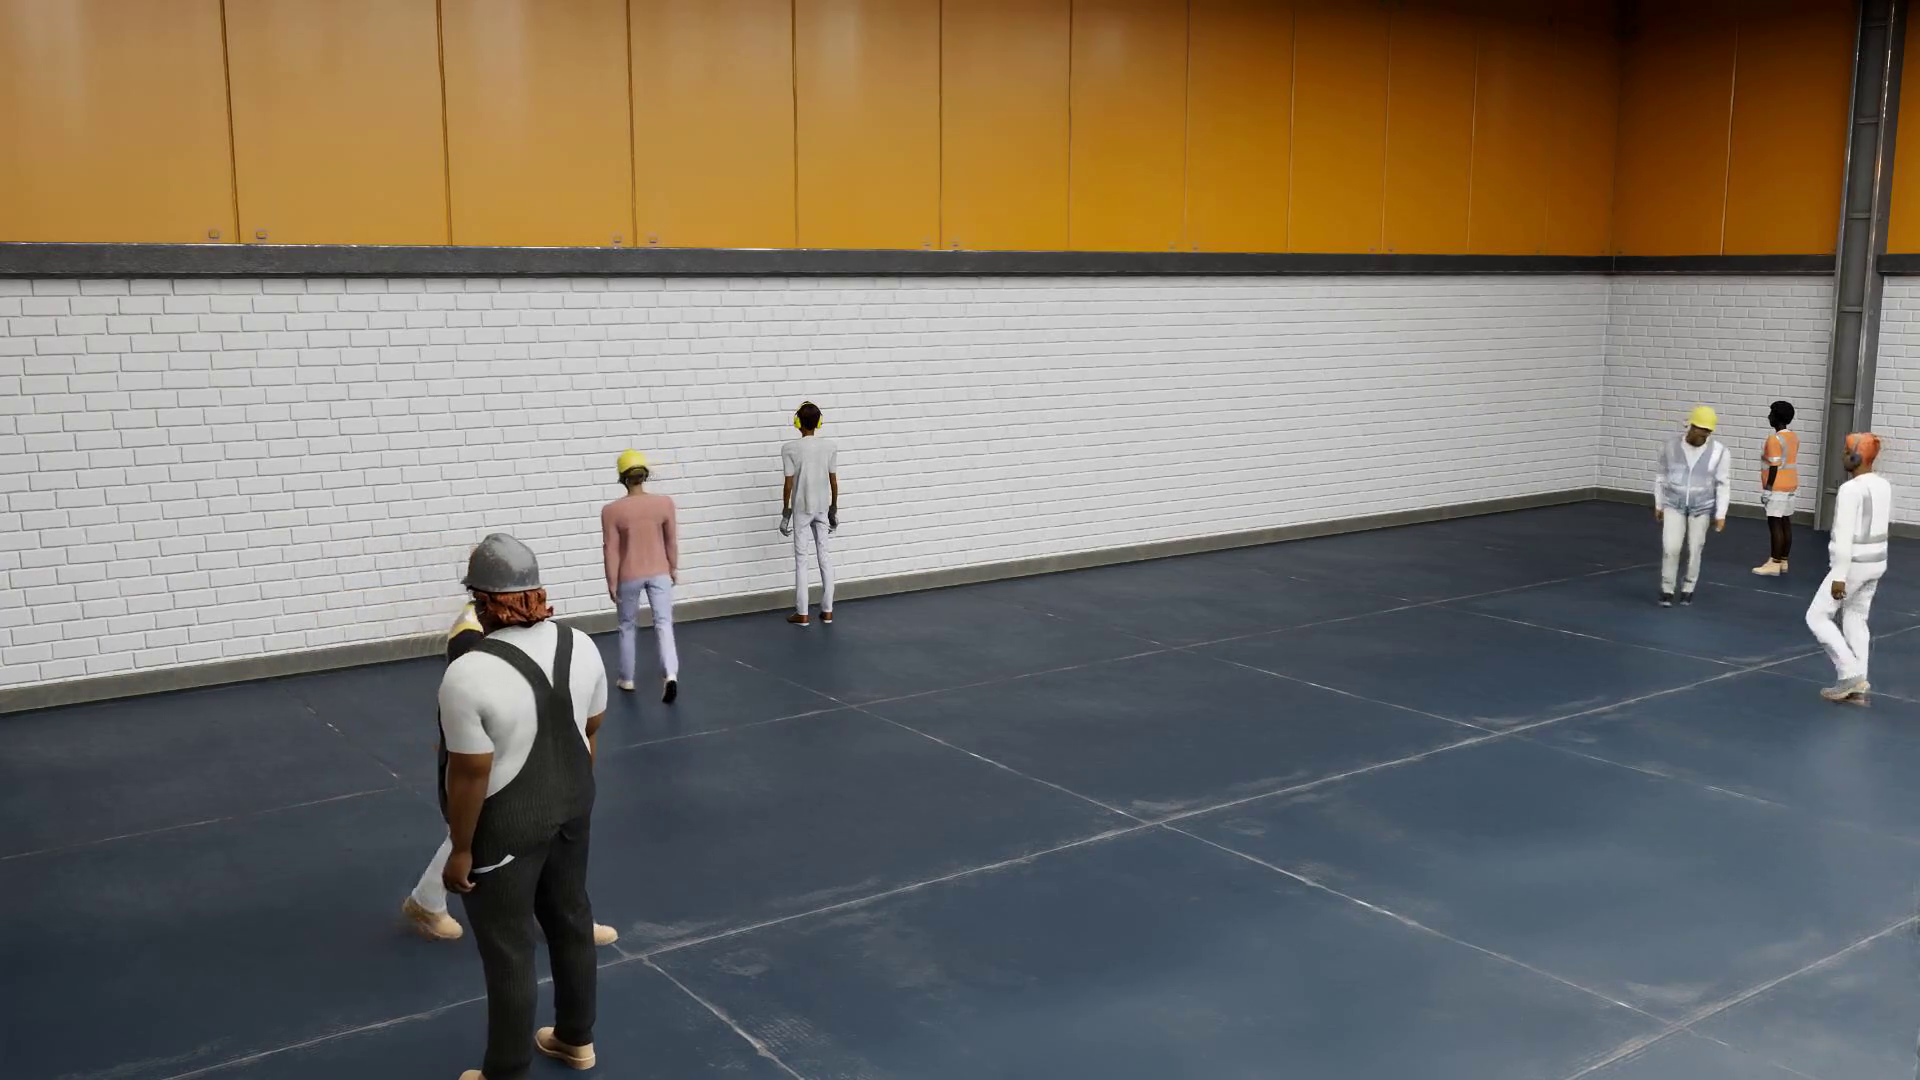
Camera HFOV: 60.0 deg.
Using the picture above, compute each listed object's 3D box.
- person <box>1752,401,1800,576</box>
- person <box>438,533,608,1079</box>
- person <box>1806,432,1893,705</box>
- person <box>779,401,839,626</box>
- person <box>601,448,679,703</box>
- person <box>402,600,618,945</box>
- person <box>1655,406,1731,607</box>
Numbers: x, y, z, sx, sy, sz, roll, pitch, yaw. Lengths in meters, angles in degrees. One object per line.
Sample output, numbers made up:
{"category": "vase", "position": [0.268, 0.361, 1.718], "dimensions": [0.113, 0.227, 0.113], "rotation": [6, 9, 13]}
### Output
{"category": "person", "position": [7.933, -0.501, 16.132], "dimensions": [0.533, 1.697, 0.322], "rotation": [-8, 12, -42]}
{"category": "person", "position": [-1.609, 0.980, 5.942], "dimensions": [0.537, 2.000, 0.674], "rotation": [6, 11, 33]}
{"category": "person", "position": [6.036, 0.200, 11.276], "dimensions": [0.599, 1.865, 0.423], "rotation": [-6, 11, -34]}
{"category": "person", "position": [-1.260, -0.221, 13.872], "dimensions": [0.516, 1.872, 0.327], "rotation": [-5, 10, -27]}
{"category": "person", "position": [-2.184, 0.239, 11.426], "dimensions": [0.533, 1.739, 0.788], "rotation": [-3, 10, -19]}
{"category": "person", "position": [-2.014, 0.894, 7.217], "dimensions": [0.931, 1.806, 0.637], "rotation": [2, 9, 12]}
{"category": "person", "position": [6.374, -0.286, 14.511], "dimensions": [0.611, 1.785, 0.668], "rotation": [4, 10, 25]}
